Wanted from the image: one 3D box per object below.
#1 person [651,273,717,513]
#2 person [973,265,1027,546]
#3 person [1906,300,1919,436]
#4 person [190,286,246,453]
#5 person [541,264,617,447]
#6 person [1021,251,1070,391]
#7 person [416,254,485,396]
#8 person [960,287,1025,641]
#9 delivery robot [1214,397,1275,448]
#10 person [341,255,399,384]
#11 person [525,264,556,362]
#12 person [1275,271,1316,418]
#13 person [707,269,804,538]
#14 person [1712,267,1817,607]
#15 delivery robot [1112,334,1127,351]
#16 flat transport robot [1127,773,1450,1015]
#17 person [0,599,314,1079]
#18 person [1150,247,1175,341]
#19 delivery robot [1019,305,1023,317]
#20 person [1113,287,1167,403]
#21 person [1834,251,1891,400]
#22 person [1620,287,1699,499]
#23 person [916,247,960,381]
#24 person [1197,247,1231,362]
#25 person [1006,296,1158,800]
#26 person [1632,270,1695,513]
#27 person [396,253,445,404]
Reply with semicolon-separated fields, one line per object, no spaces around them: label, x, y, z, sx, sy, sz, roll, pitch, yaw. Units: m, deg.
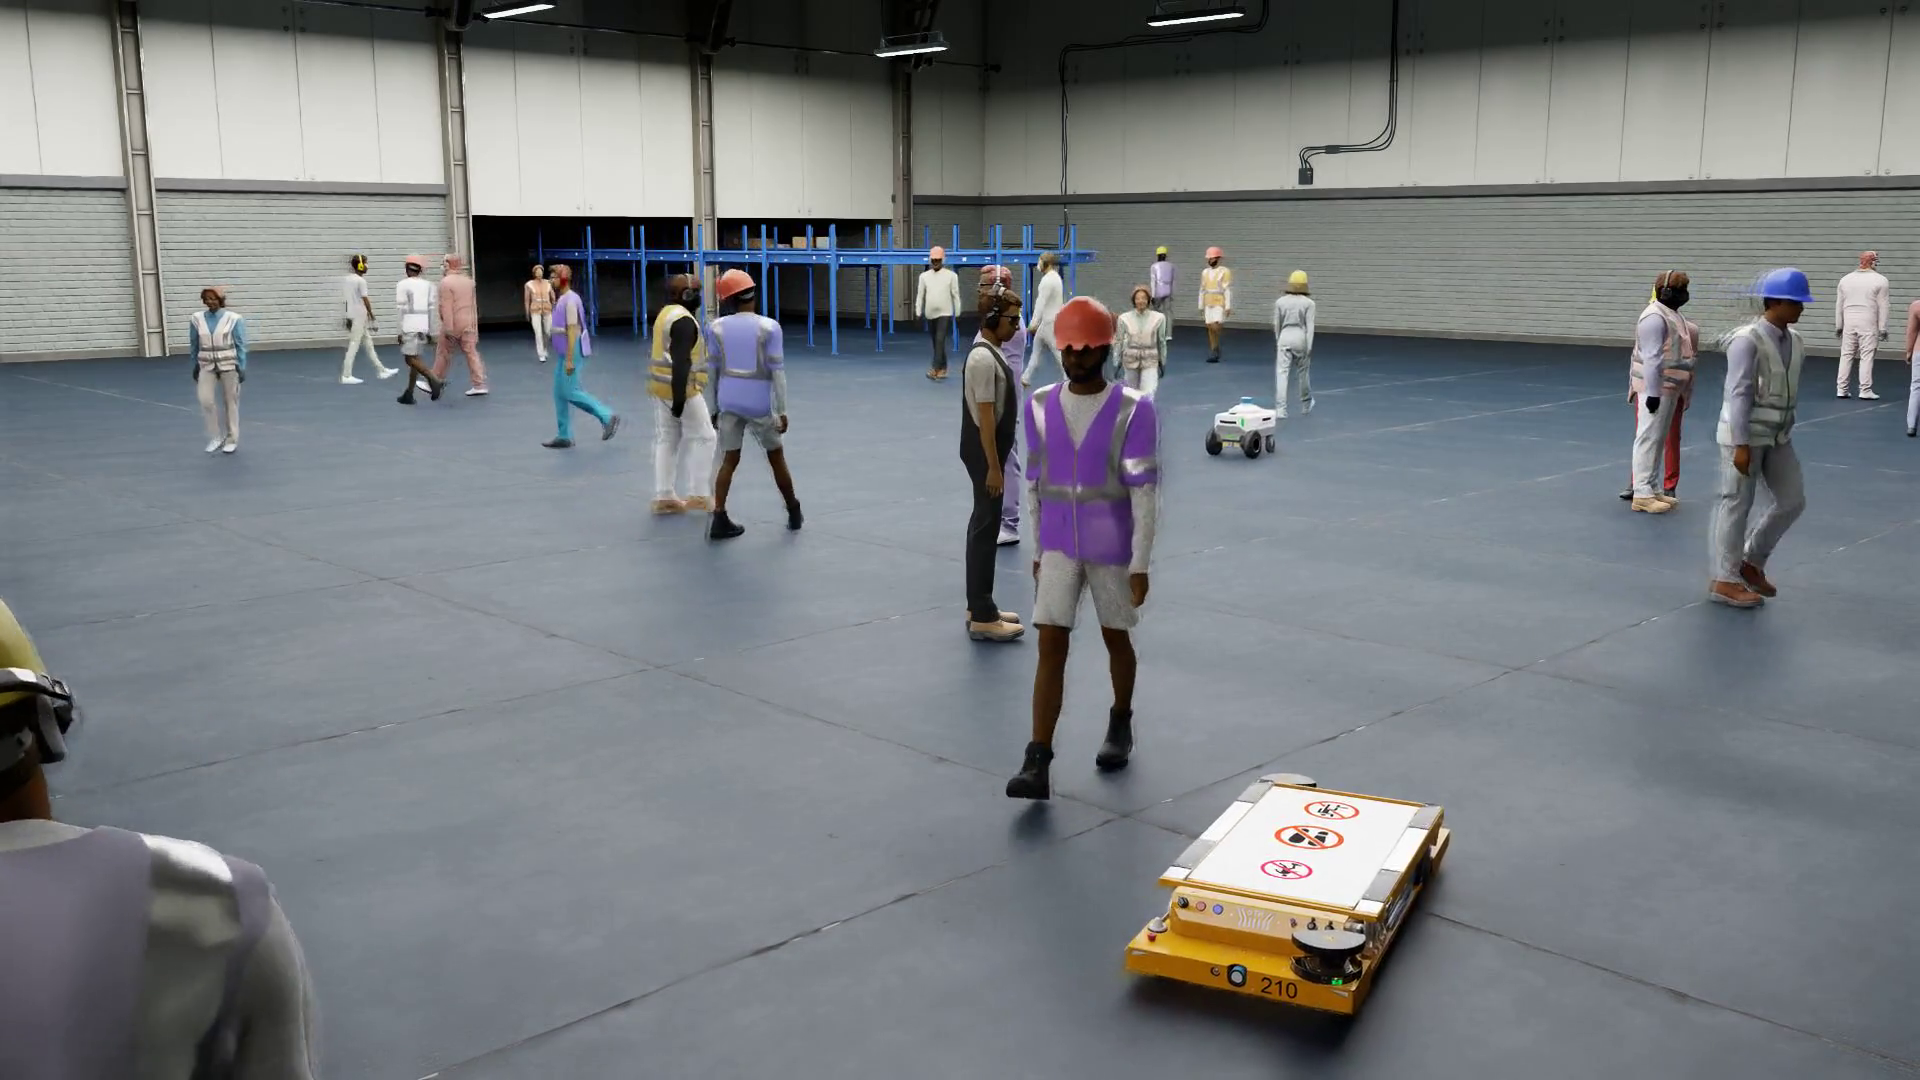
person;-2.060;-1.115;12.700;0.622;1.819;0.636;-5;12;-26
person;0.241;-0.925;11.436;0.406;1.910;0.636;-1;10;-6
person;10.233;-1.963;17.492;0.525;1.765;0.329;10;14;44
person;-7.184;-1.640;16.086;0.545;1.617;0.526;-1;10;-5
person;-3.856;-1.849;16.672;0.660;1.830;0.574;-5;11;-24
person;1.113;-2.912;22.326;1.014;1.884;0.635;2;11;10
person;-6.722;-2.831;21.962;0.997;1.850;0.678;4;11;19
person;0.170;-0.408;8.803;0.345;1.840;0.504;0;10;-1
delivery robot;2.780;-1.148;16.201;0.477;0.478;0.707;8;13;37
person;-8.567;-3.189;24.011;0.951;1.822;0.564;-9;13;-39
person;-7.069;-3.824;28.009;0.530;1.622;0.464;-5;12;-26
person;3.933;-2.300;19.520;0.499;1.690;0.934;5;11;25
person;-1.484;-0.978;11.829;0.600;1.870;0.749;2;11;10
person;4.555;-0.571;9.454;0.630;1.932;0.444;-5;12;-27
delivery robot;2.882;-3.523;29.151;0.477;0.478;0.707;3;11;16
flat transport robot;1.083;1.053;5.232;0.652;0.197;1.431;5;12;26
person;-0.972;0.909;1.766;0.617;1.775;0.910;-6;12;-29
person;4.047;-4.968;33.592;0.599;1.862;0.996;-4;11;-21
delivery robot;1.391;-5.757;41.335;0.477;0.478;0.707;-4;11;-21
person;1.809;-1.751;16.785;0.535;1.585;0.870;1;10;8
person;11.705;-2.782;21.574;0.417;1.906;0.689;-7;13;-35
person;5.577;-1.182;13.249;0.328;1.760;0.524;-10;14;-43
person;-0.341;-3.325;24.434;0.642;1.939;1.052;4;11;19
person;4.204;-3.922;27.744;0.511;1.915;0.564;-10;14;-44
person;0.480;0.022;6.330;0.564;1.879;1.012;4;11;23
person;5.431;-1.153;12.858;0.430;1.845;0.624;8;13;36
person;-6.784;-2.655;20.914;0.770;1.896;0.558;6;12;30
